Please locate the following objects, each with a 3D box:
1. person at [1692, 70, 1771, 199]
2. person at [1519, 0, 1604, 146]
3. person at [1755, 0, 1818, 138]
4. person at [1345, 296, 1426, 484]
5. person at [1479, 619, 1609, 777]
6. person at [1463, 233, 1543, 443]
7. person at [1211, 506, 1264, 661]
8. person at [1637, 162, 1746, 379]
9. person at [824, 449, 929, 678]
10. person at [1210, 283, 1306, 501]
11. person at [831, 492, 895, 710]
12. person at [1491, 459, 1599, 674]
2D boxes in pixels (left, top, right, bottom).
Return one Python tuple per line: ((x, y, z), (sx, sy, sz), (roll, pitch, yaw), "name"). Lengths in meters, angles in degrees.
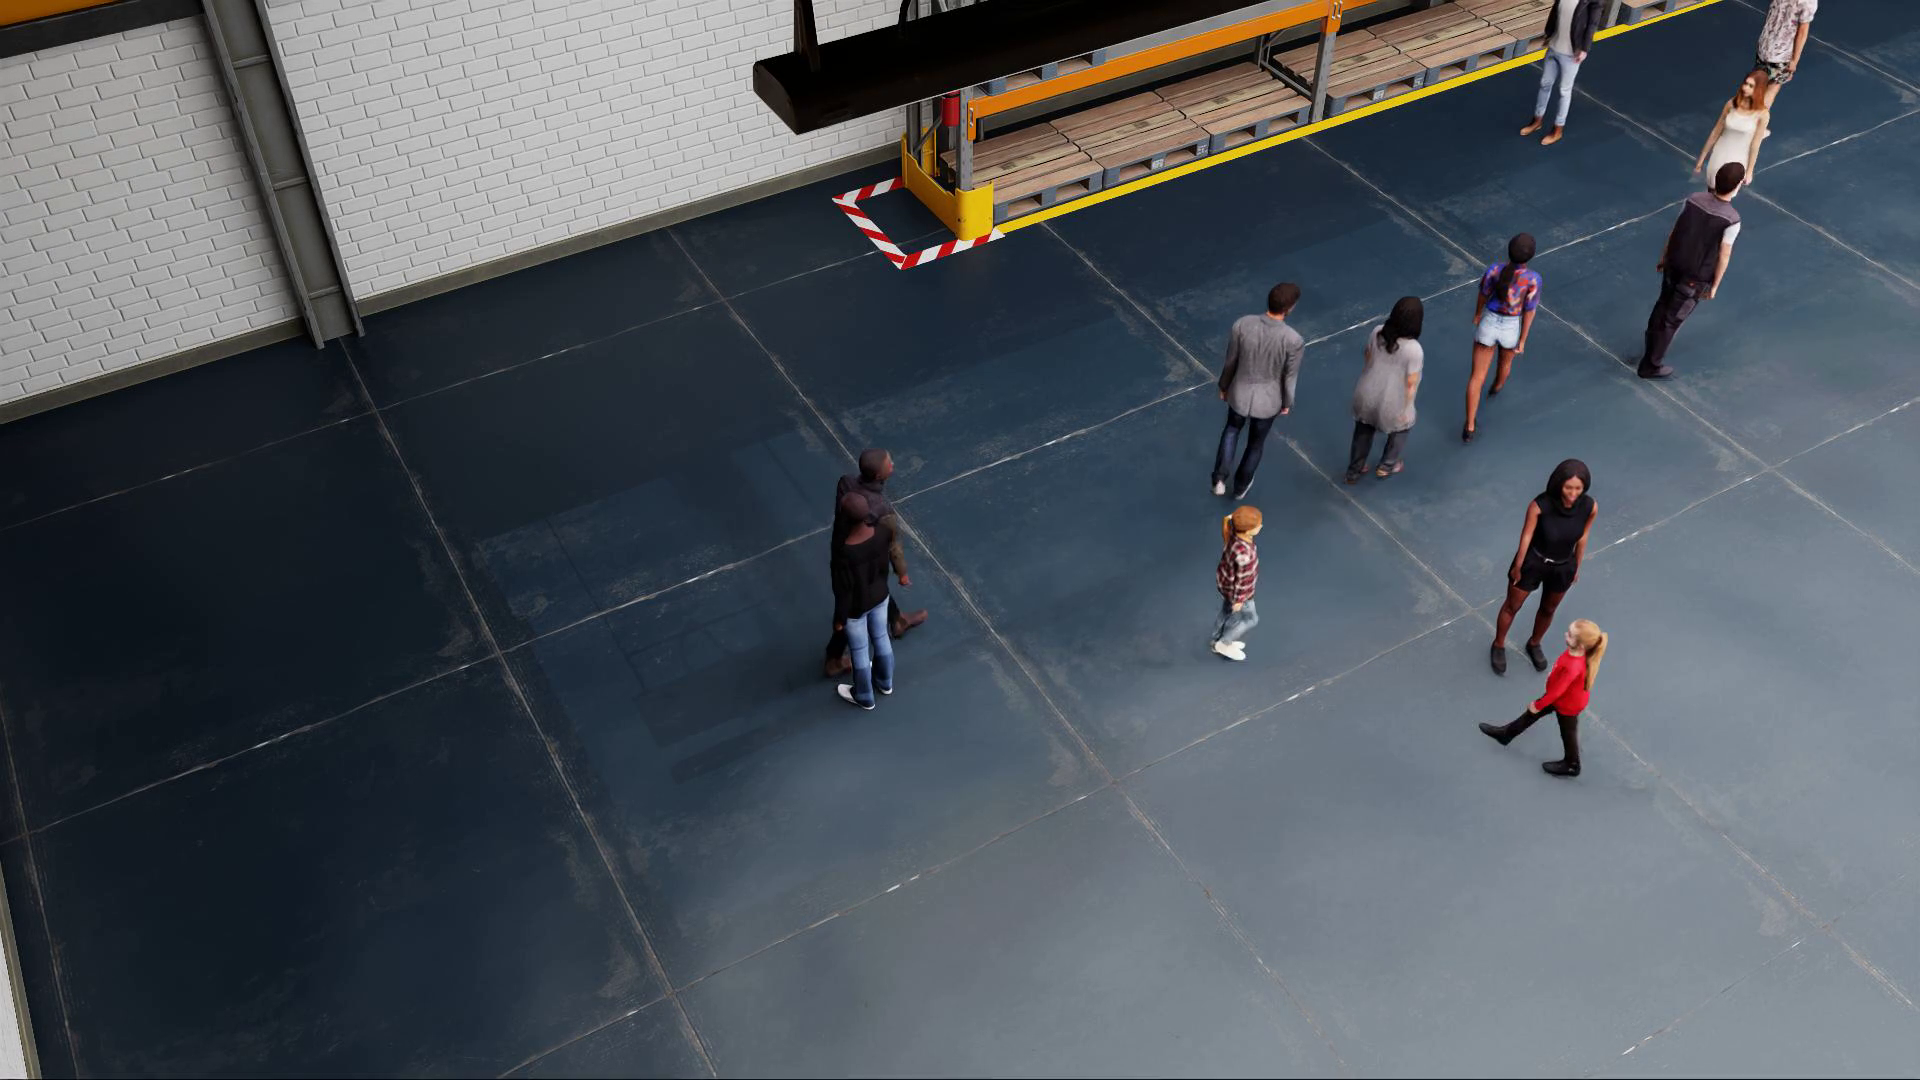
((6.640, -3.263, 14.274), (0.972, 1.691, 0.654), (-27, 50, -25), "person")
((5.701, -4.630, 15.604), (0.597, 1.835, 0.679), (-27, 50, -25), "person")
((7.704, -4.661, 15.656), (0.648, 1.809, 0.721), (-12, 45, -12), "person")
((3.023, -1.021, 11.993), (0.788, 1.591, 0.722), (-33, 53, -30), "person")
((3.741, 0.997, 10.123), (0.884, 1.248, 0.864), (14, 45, 14), "person")
((3.981, -1.476, 12.390), (0.994, 1.702, 1.176), (20, 47, 20), "person")
((1.740, 0.285, 10.833), (0.651, 1.300, 0.628), (-1, 44, -1), "person")
((5.617, -2.075, 12.927), (0.806, 1.829, 0.697), (-21, 47, -20), "person")
((-0.694, 0.189, 10.580), (1.045, 1.789, 0.703), (-23, 48, -22), "person")
((2.077, -0.952, 11.736), (0.899, 1.844, 0.953), (16, 46, 16), "person")
((-0.600, 0.381, 10.406), (0.554, 1.750, 0.705), (-34, 53, -31), "person")
((3.736, 0.169, 10.637), (0.610, 1.739, 0.720), (-1, 44, -1), "person")
